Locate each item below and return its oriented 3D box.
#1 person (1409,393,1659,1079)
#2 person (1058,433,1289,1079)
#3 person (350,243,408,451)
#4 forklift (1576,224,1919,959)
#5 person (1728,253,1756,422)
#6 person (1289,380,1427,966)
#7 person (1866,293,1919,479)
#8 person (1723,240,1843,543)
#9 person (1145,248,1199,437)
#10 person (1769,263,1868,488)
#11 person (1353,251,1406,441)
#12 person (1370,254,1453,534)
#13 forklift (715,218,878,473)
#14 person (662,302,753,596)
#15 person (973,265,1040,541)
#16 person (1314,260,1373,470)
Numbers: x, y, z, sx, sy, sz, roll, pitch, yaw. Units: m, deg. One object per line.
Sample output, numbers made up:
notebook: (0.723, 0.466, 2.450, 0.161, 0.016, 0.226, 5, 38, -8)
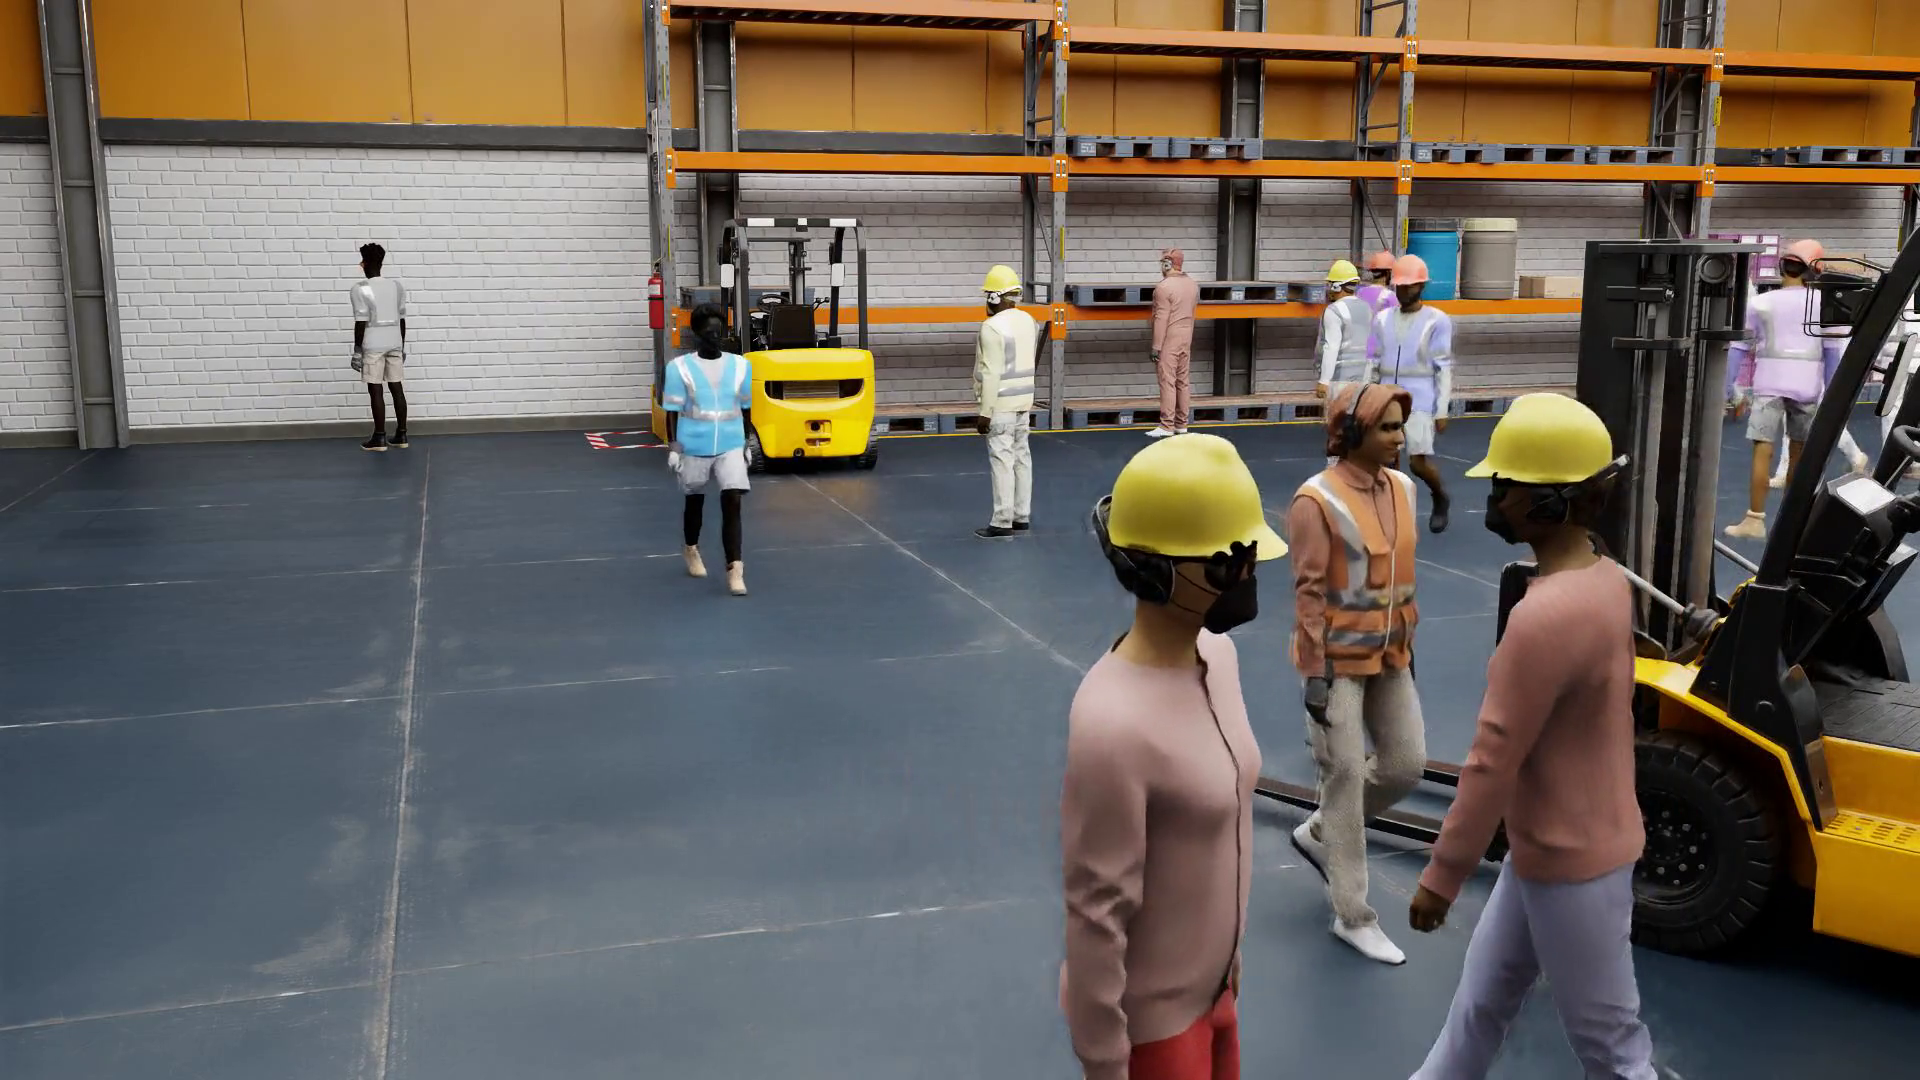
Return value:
person: (1.061, 0.585, 3.228, 0.896, 1.724, 0.542, 6, 12, 29)
person: (0.257, 0.691, 2.581, 0.626, 1.744, 0.533, 5, 11, 26)
person: (-5.522, -1.831, 15.814, 0.366, 1.967, 0.603, 6, 12, 31)
forklift: (2.909, 0.117, 4.508, 2.313, 2.155, 1.214, 9, 14, 40)
person: (8.158, -2.142, 17.689, 0.850, 1.910, 0.637, -5, 11, -24)
person: (1.130, 0.357, 4.742, 0.535, 1.630, 0.499, -8, 13, -36)
person: (7.867, -1.431, 13.869, 0.594, 1.880, 0.419, 0, 10, 0)
person: (5.503, -1.005, 11.211, 0.704, 1.990, 0.844, 4, 11, 19)
person: (2.137, -2.002, 16.908, 0.410, 1.912, 0.643, 8, 13, 39)
person: (6.949, -1.313, 13.395, 0.773, 1.821, 0.627, -4, 11, -19)
person: (3.945, -1.740, 15.534, 1.014, 1.879, 0.571, -5, 12, -27)
person: (2.963, -0.898, 10.852, 0.554, 1.921, 0.653, 10, 14, 43)
forklift: (-1.522, -1.778, 14.899, 1.214, 2.155, 2.313, -3, 11, -17)
person: (-1.454, -0.545, 9.618, 0.542, 1.655, 0.861, -4, 11, -20)
person: (0.288, -0.910, 11.129, 0.404, 1.835, 0.589, 7, 12, 33)
person: (3.086, -1.347, 13.527, 0.403, 1.834, 0.587, 9, 14, 42)
